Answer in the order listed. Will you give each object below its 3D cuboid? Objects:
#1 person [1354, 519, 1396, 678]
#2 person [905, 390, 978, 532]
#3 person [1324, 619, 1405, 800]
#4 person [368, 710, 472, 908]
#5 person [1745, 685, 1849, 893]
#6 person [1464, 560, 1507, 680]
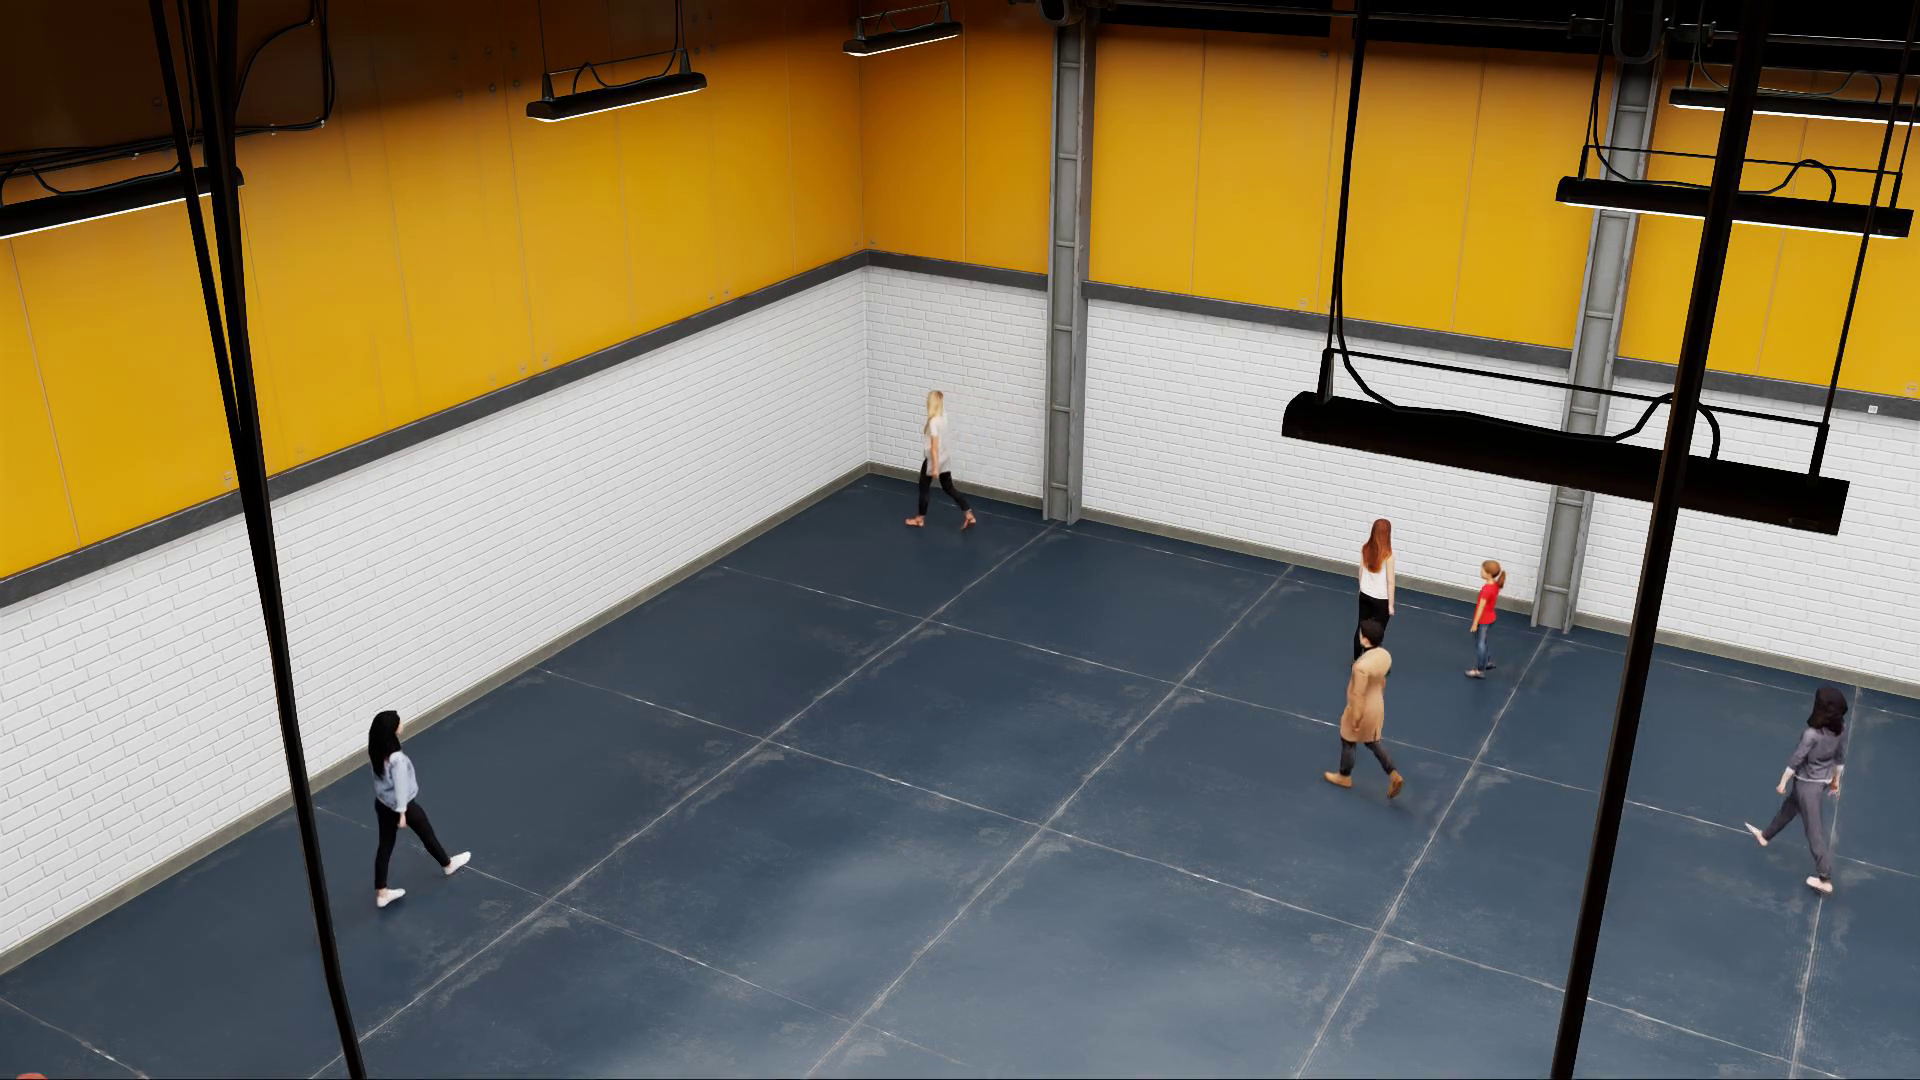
[{"bbox_3d":[4.199,0.586,16.831,0.708,1.722,0.574,-16,28,-33],"label":"person"},{"bbox_3d":[-0.175,-0.923,20.195,1.208,1.791,0.750,9,25,19],"label":"person"},{"bbox_3d":[3.660,1.517,14.720,0.861,1.707,1.098,-20,31,-38],"label":"person"},{"bbox_3d":[-4.573,2.167,13.276,1.015,1.672,0.750,16,29,33],"label":"person"},{"bbox_3d":[6.980,2.048,13.498,1.086,1.712,1.241,-10,25,-21],"label":"person"},{"bbox_3d":[5.380,0.818,16.822,0.537,1.303,0.499,15,28,30],"label":"person"}]
